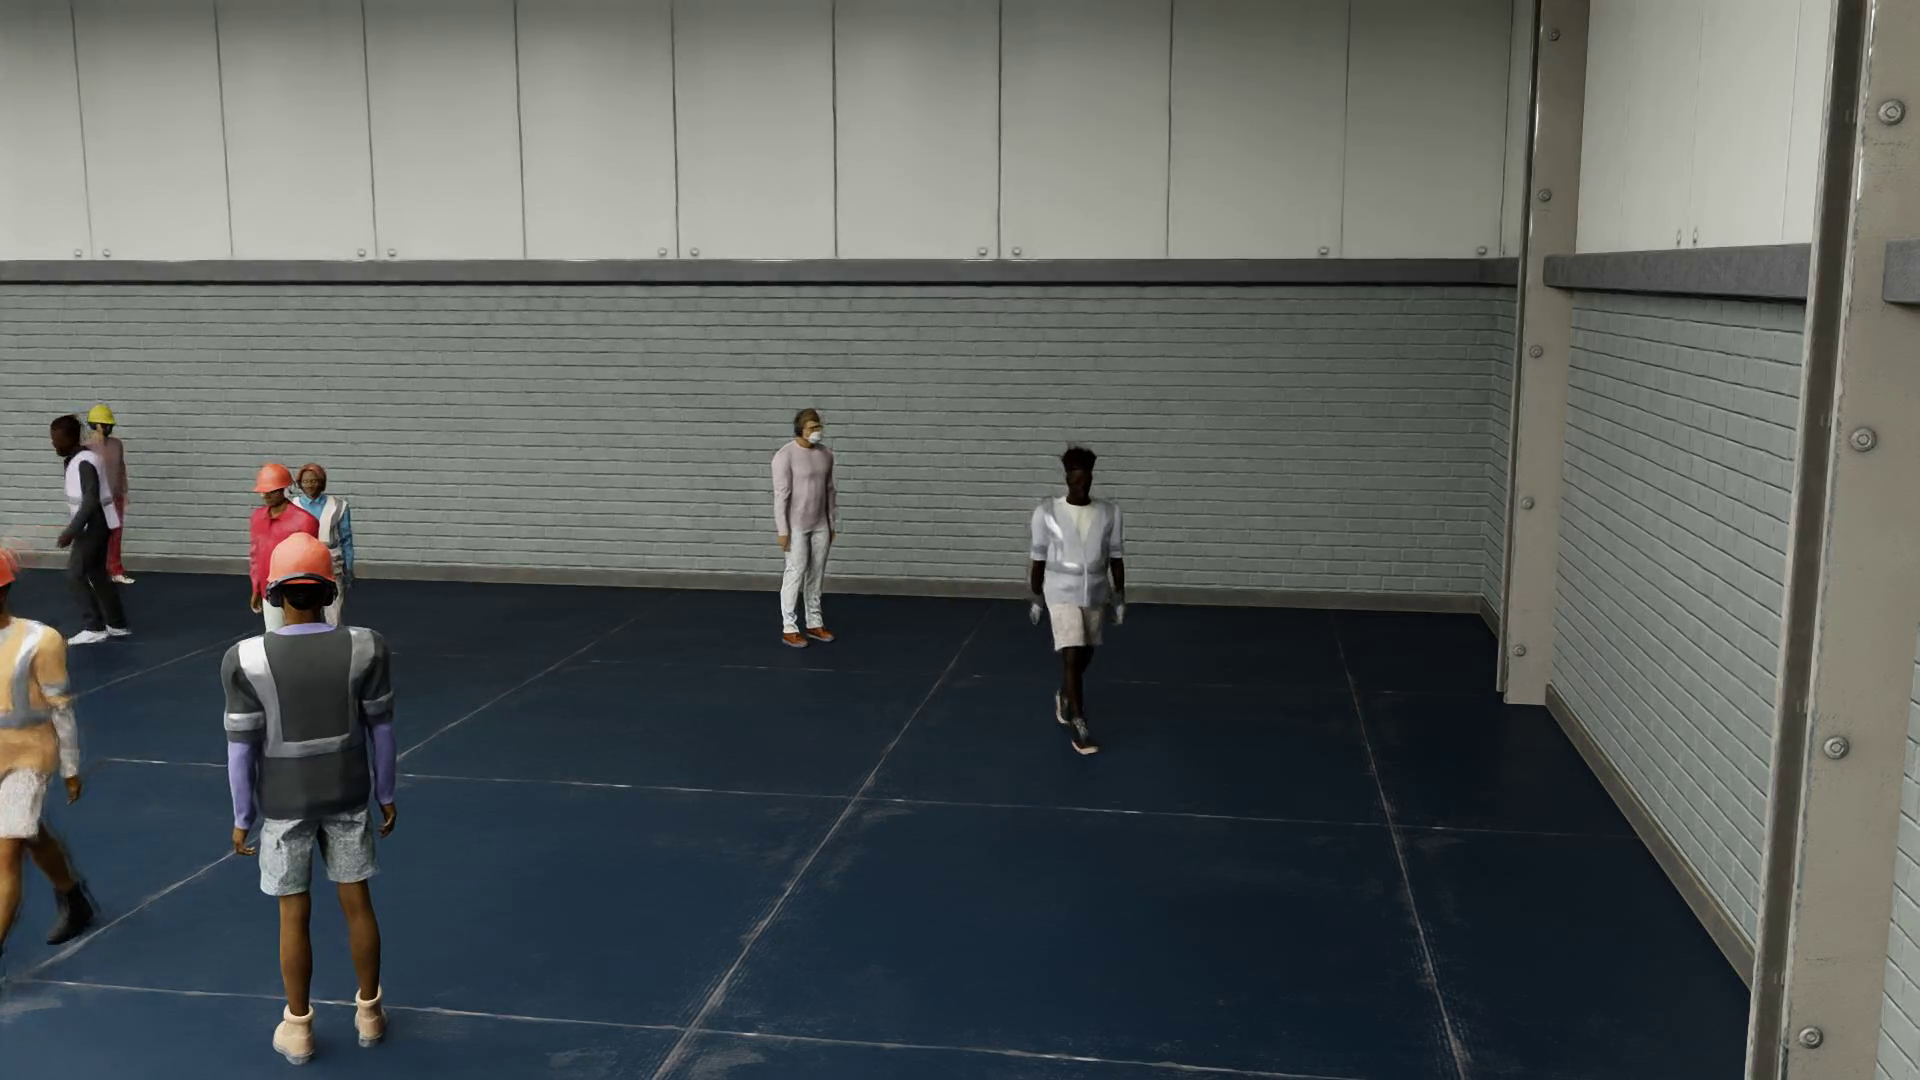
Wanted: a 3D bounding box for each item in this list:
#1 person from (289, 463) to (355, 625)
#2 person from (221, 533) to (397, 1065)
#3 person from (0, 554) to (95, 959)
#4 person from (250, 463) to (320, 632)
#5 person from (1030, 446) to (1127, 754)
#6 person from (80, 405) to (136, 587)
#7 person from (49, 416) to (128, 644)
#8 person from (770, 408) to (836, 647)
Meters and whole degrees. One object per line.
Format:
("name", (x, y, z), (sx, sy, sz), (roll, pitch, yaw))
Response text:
("person", (-4.720, 0.246, 12.213), (0.523, 1.638, 0.310), (-4, 10, -21))
("person", (-2.491, 0.985, 6.410), (0.615, 2.042, 0.374), (-6, 11, -31))
("person", (-4.112, 0.947, 7.157), (0.560, 1.880, 1.054), (1, 9, 5))
("person", (-4.611, 0.338, 11.336), (0.569, 1.742, 0.350), (4, 10, 24))
("person", (0.754, 0.337, 10.778), (0.614, 1.929, 0.986), (-2, 9, -13))
("person", (-8.176, -0.414, 15.930), (0.339, 1.757, 0.518), (3, 10, 16))
("person", (-7.075, -0.074, 13.498), (0.560, 1.864, 0.632), (-6, 11, -35))
("person", (-1.259, -0.106, 13.497), (0.368, 1.932, 0.643), (8, 12, 40))
